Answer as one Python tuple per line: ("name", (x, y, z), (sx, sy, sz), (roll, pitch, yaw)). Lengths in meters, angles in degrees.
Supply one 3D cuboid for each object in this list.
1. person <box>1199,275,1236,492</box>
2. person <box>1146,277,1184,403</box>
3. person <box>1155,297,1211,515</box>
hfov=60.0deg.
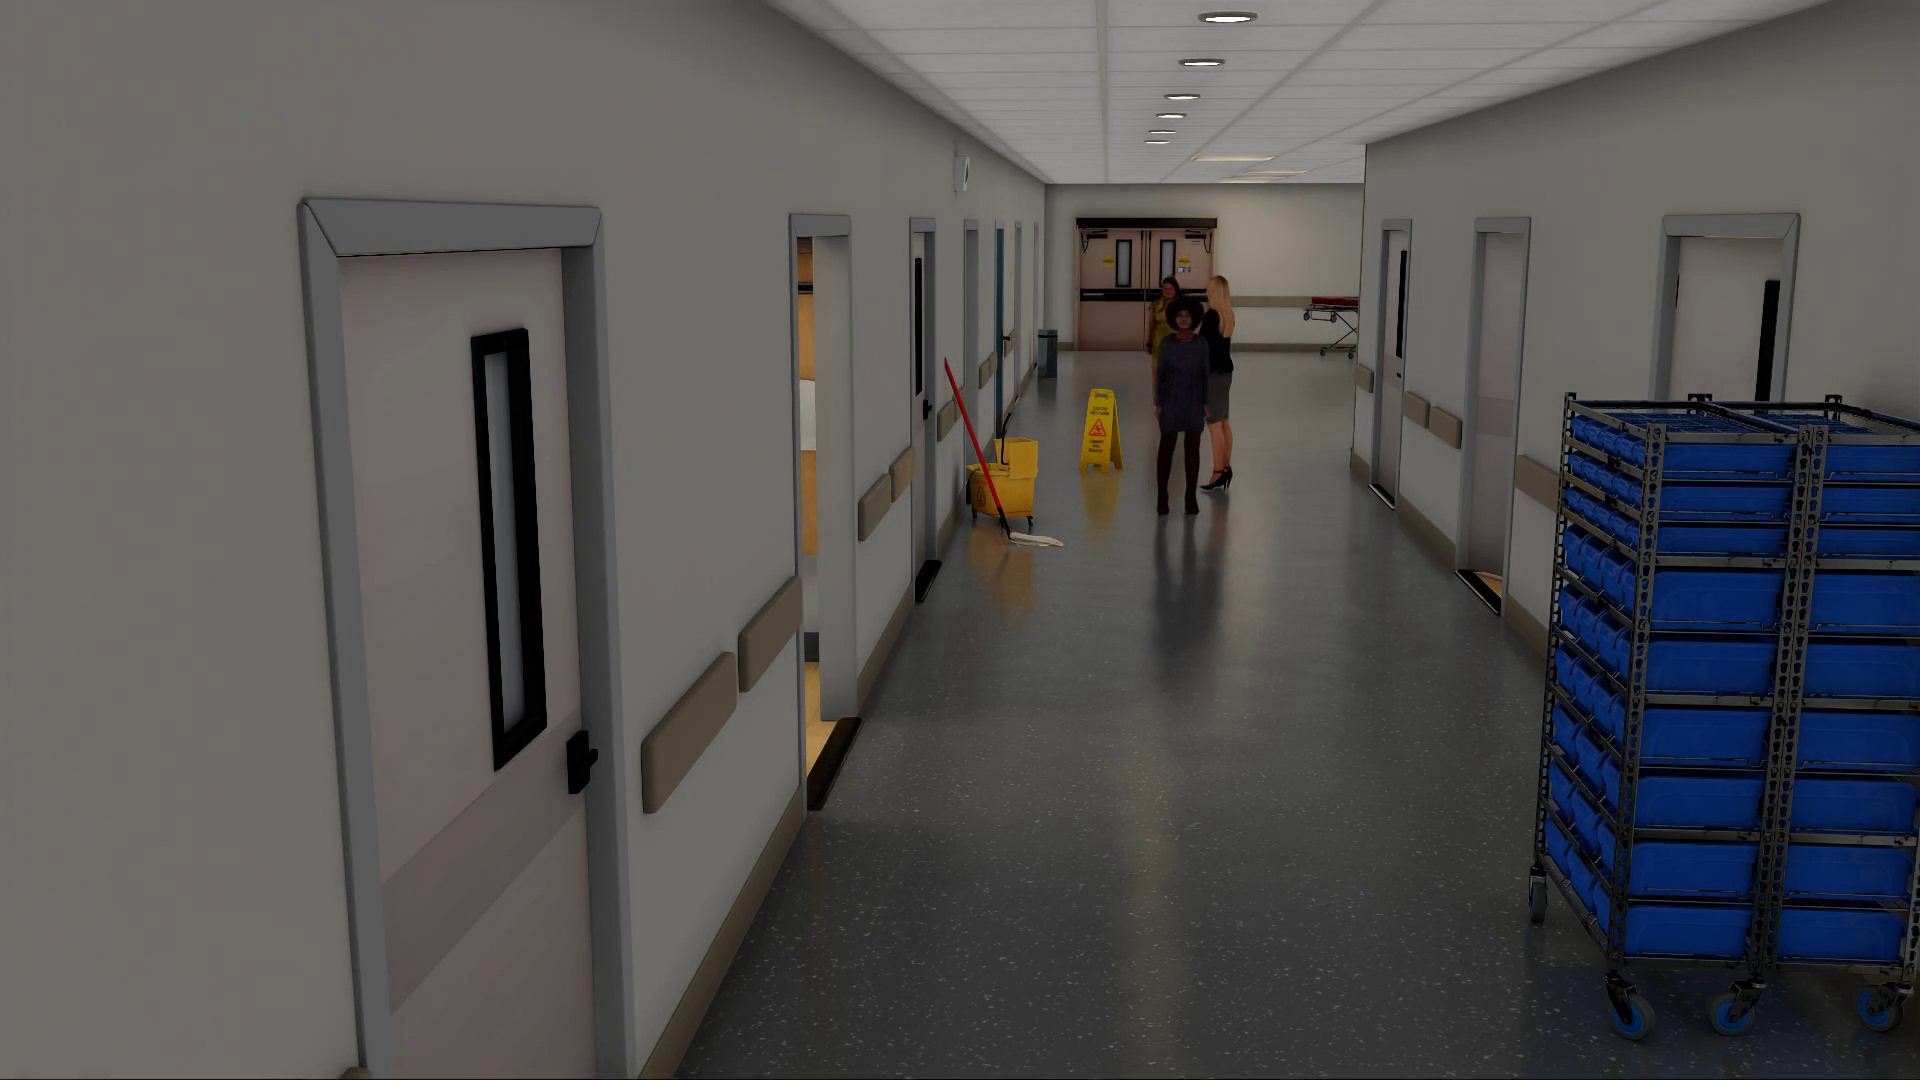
("person", (2.212, -1.348, 14.317), (0.755, 1.841, 0.627), (6, 12, 30))
("person", (2.524, -2.325, 20.092), (0.858, 1.607, 1.241), (2, 11, 12))
("person", (1.759, -1.063, 13.164), (0.592, 1.710, 0.513), (0, 11, 2))
